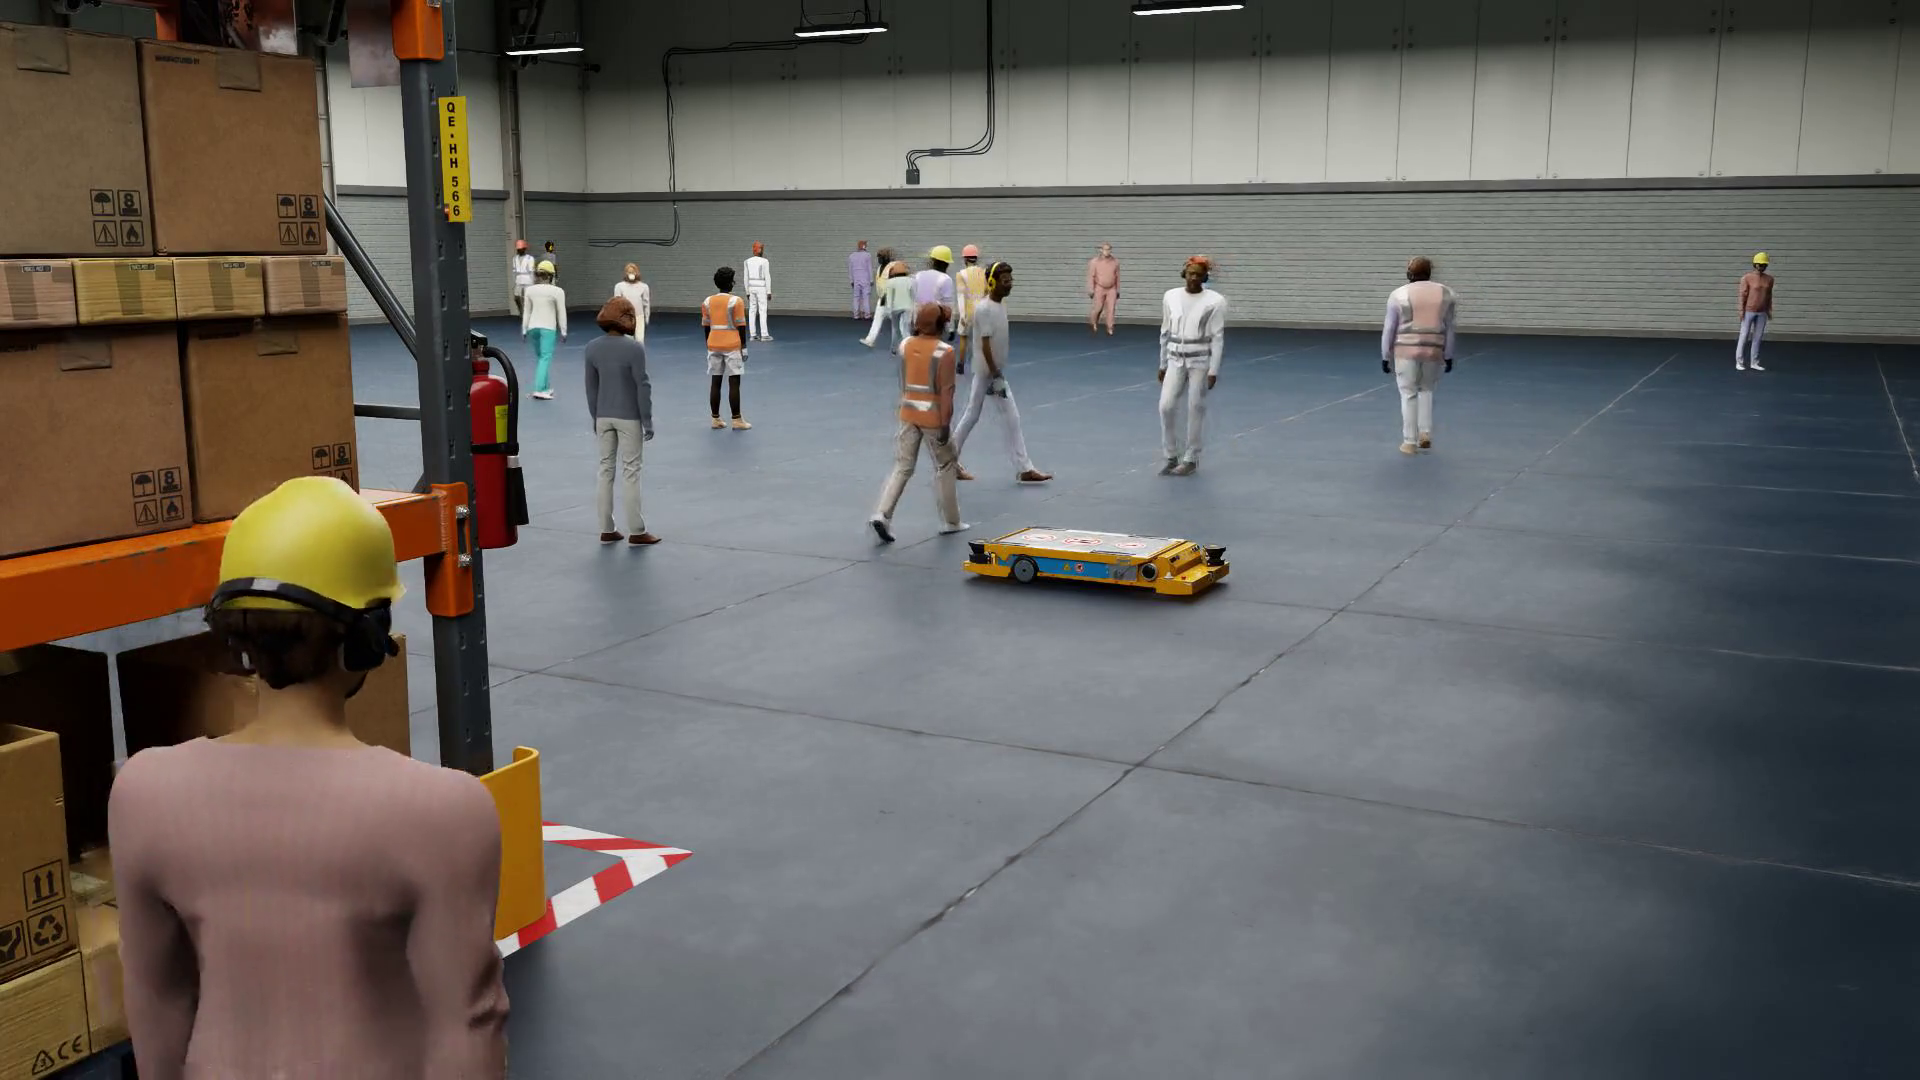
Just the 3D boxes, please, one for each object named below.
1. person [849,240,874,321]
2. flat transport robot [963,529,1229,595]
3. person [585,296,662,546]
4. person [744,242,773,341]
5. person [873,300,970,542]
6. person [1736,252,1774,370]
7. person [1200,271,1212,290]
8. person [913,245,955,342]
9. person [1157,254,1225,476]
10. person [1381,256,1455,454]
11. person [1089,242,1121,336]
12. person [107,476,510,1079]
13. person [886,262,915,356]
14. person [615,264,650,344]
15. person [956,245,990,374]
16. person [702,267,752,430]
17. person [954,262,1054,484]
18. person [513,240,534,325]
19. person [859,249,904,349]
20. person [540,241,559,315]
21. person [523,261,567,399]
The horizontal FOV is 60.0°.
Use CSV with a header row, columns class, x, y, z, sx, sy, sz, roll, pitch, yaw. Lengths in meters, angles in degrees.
class,x,y,z,sx,sy,sz,roll,pitch,yaw
person,-2.316,-6.172,39.588,0.636,1.902,0.405,5,12,28
flat transport robot,0.801,0.105,9.798,1.431,0.197,0.652,5,12,27
person,-2.214,-0.773,10.871,0.497,1.633,0.279,5,12,28
person,-3.880,-4.777,32.016,0.572,1.887,0.354,5,12,28
person,-0.263,-0.795,11.069,0.502,1.601,0.828,8,13,36
person,11.947,-3.421,24.956,0.533,1.765,0.330,-1,10,-8
person,4.444,-4.429,30.900,0.843,1.593,0.530,-7,13,-34
person,-0.303,-2.635,20.294,0.613,1.899,0.411,9,13,39
person,1.914,-1.449,13.923,0.606,1.864,0.517,6,12,32
person,4.238,-1.713,15.461,0.658,1.827,0.481,-1,10,-5
person,2.919,-5.075,33.664,0.652,1.887,0.709,-1,10,-8
person,-0.821,0.802,2.091,0.531,1.754,0.805,1,10,5
person,-0.974,-3.823,27.632,0.508,1.589,0.872,-1,10,-7
person,-4.779,-3.202,24.235,0.506,1.593,0.846,-1,10,-6
person,0.197,-3.285,23.904,0.544,1.891,1.003,-4,11,-20
person,-2.433,-1.987,17.313,0.529,1.697,0.321,5,12,28
person,0.258,-1.356,13.580,1.009,1.810,0.491,6,12,31
person,-9.877,-5.815,37.606,0.546,1.923,0.430,3,11,15
person,-1.299,-4.300,29.713,1.042,1.776,0.615,-8,13,-35
person,-10.440,-6.662,42.360,0.517,1.865,0.327,5,12,28
person,-5.195,-2.609,20.691,0.539,1.715,0.766,3,11,14
